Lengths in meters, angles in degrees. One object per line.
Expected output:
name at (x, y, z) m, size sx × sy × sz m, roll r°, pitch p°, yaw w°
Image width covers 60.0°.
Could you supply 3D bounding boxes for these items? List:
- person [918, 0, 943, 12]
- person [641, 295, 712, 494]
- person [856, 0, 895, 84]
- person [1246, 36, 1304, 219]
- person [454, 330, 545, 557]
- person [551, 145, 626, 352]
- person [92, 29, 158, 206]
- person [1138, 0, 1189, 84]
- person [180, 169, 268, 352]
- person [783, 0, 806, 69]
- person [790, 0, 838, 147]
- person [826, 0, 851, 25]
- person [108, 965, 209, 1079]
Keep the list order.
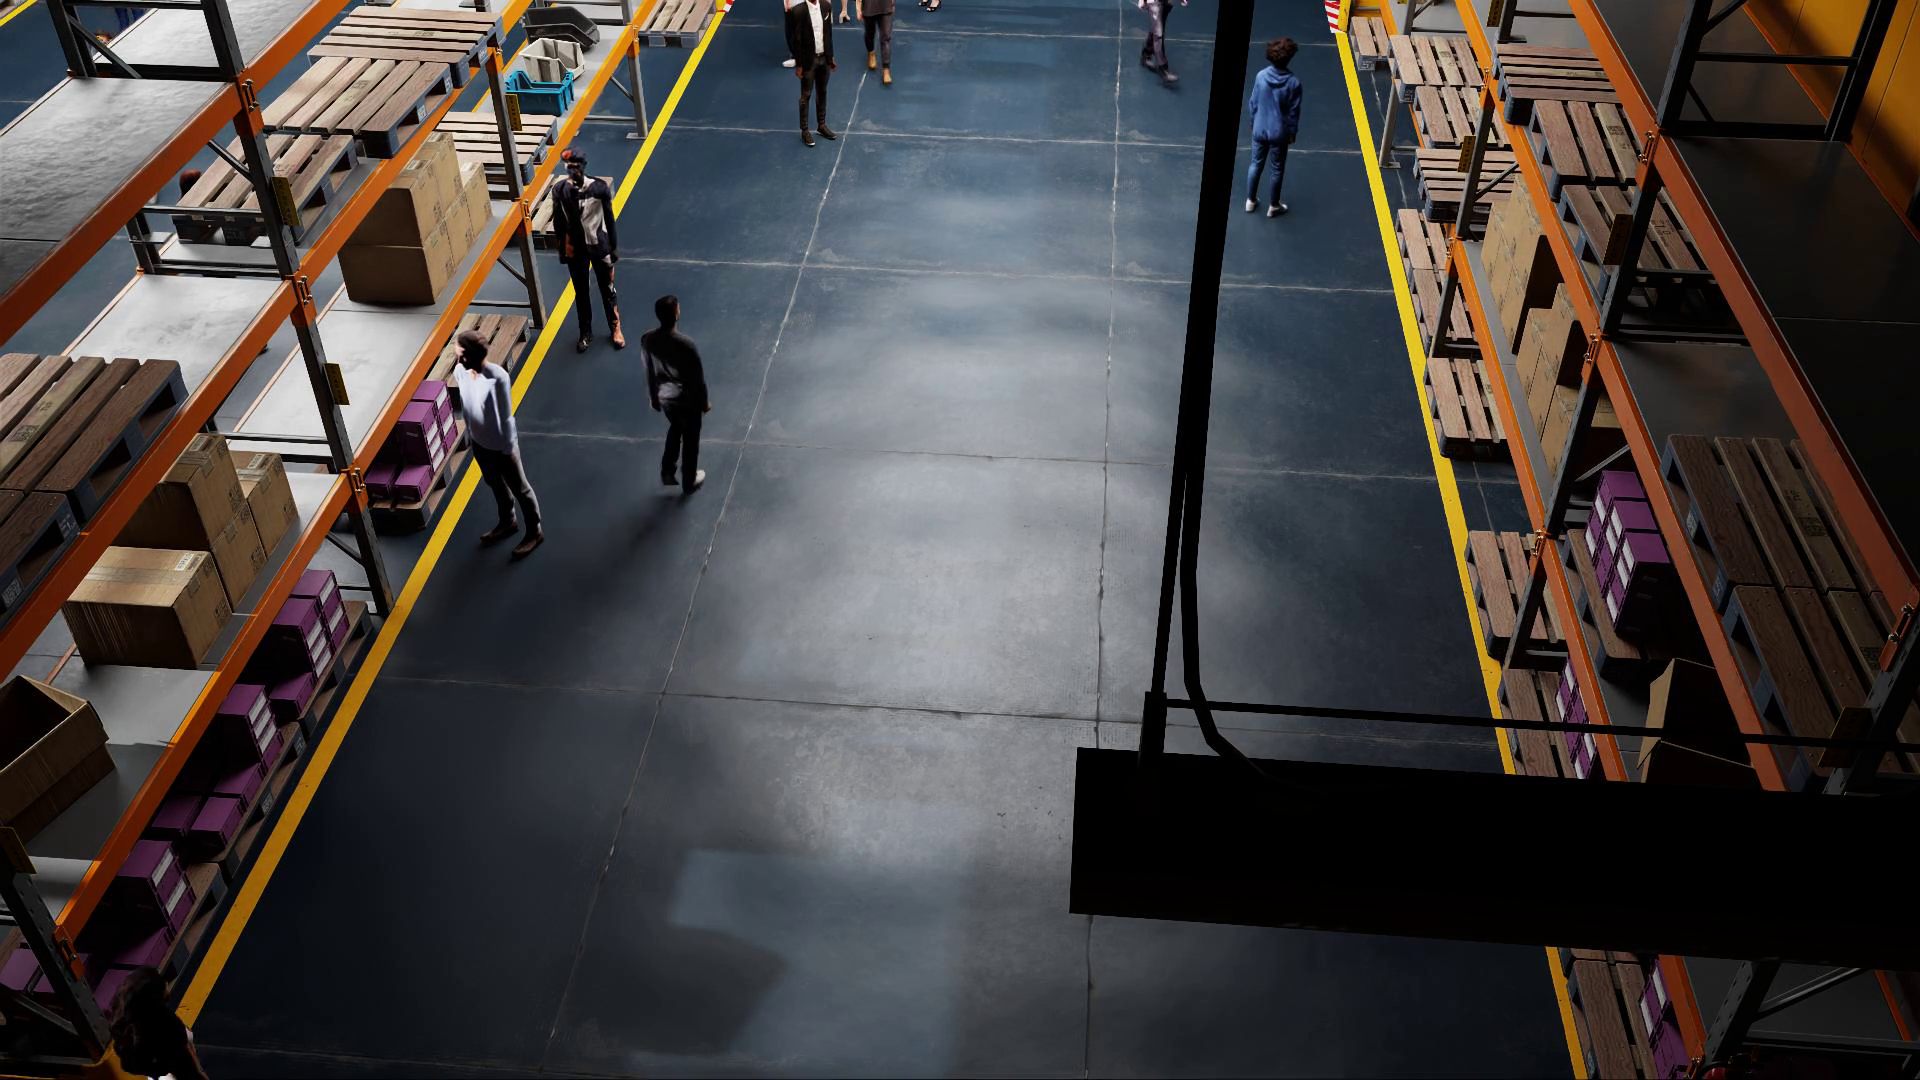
person at (-0.390, -7.540, 20.844) m, size 0.856 × 1.774 × 0.777 m, roll -18°, pitch 42°, yaw -21°
person at (-2.185, -1.053, 12.740) m, size 0.724 × 1.751 × 0.791 m, roll 14°, pitch 41°, yaw 16°
person at (-0.990, -6.210, 19.263) m, size 0.779 × 1.670 × 1.131 m, roll -5°, pitch 39°, yaw -6°
person at (3.101, -4.100, 16.509) m, size 0.757 × 1.808 × 0.737 m, roll 22°, pitch 44°, yaw 26°
person at (-3.420, -0.738, 12.235) m, size 0.715 × 1.889 × 0.709 m, roll 22°, pitch 44°, yaw 25°
person at (-3.241, -2.549, 14.500) m, size 0.733 × 1.893 × 0.665 m, roll -5°, pitch 39°, yaw -6°
person at (-8.395, -4.295, 16.760) m, size 0.755 × 1.801 × 0.823 m, roll -4°, pitch 39°, yaw -5°
person at (2.279, -6.264, 19.240) m, size 1.098 × 1.783 × 1.287 m, roll -18°, pitch 42°, yaw -21°
person at (-6.461, -2.405, 14.440) m, size 0.674 × 1.742 × 0.695 m, roll 26°, pitch 45°, yaw 29°
person at (-1.951, -6.410, 19.508) m, size 0.782 × 1.676 × 0.640 m, roll 11°, pitch 40°, yaw 13°
person at (-1.575, -5.157, 17.841) m, size 0.740 × 1.799 × 0.787 m, roll -25°, pitch 45°, yaw -28°
person at (-1.572, -7.264, 20.500) m, size 0.646 × 1.774 × 0.633 m, roll 5°, pitch 39°, yaw 6°
person at (-3.869, 2.724, 8.137) m, size 0.806 × 1.594 × 0.921 m, roll 26°, pitch 46°, yaw 29°
